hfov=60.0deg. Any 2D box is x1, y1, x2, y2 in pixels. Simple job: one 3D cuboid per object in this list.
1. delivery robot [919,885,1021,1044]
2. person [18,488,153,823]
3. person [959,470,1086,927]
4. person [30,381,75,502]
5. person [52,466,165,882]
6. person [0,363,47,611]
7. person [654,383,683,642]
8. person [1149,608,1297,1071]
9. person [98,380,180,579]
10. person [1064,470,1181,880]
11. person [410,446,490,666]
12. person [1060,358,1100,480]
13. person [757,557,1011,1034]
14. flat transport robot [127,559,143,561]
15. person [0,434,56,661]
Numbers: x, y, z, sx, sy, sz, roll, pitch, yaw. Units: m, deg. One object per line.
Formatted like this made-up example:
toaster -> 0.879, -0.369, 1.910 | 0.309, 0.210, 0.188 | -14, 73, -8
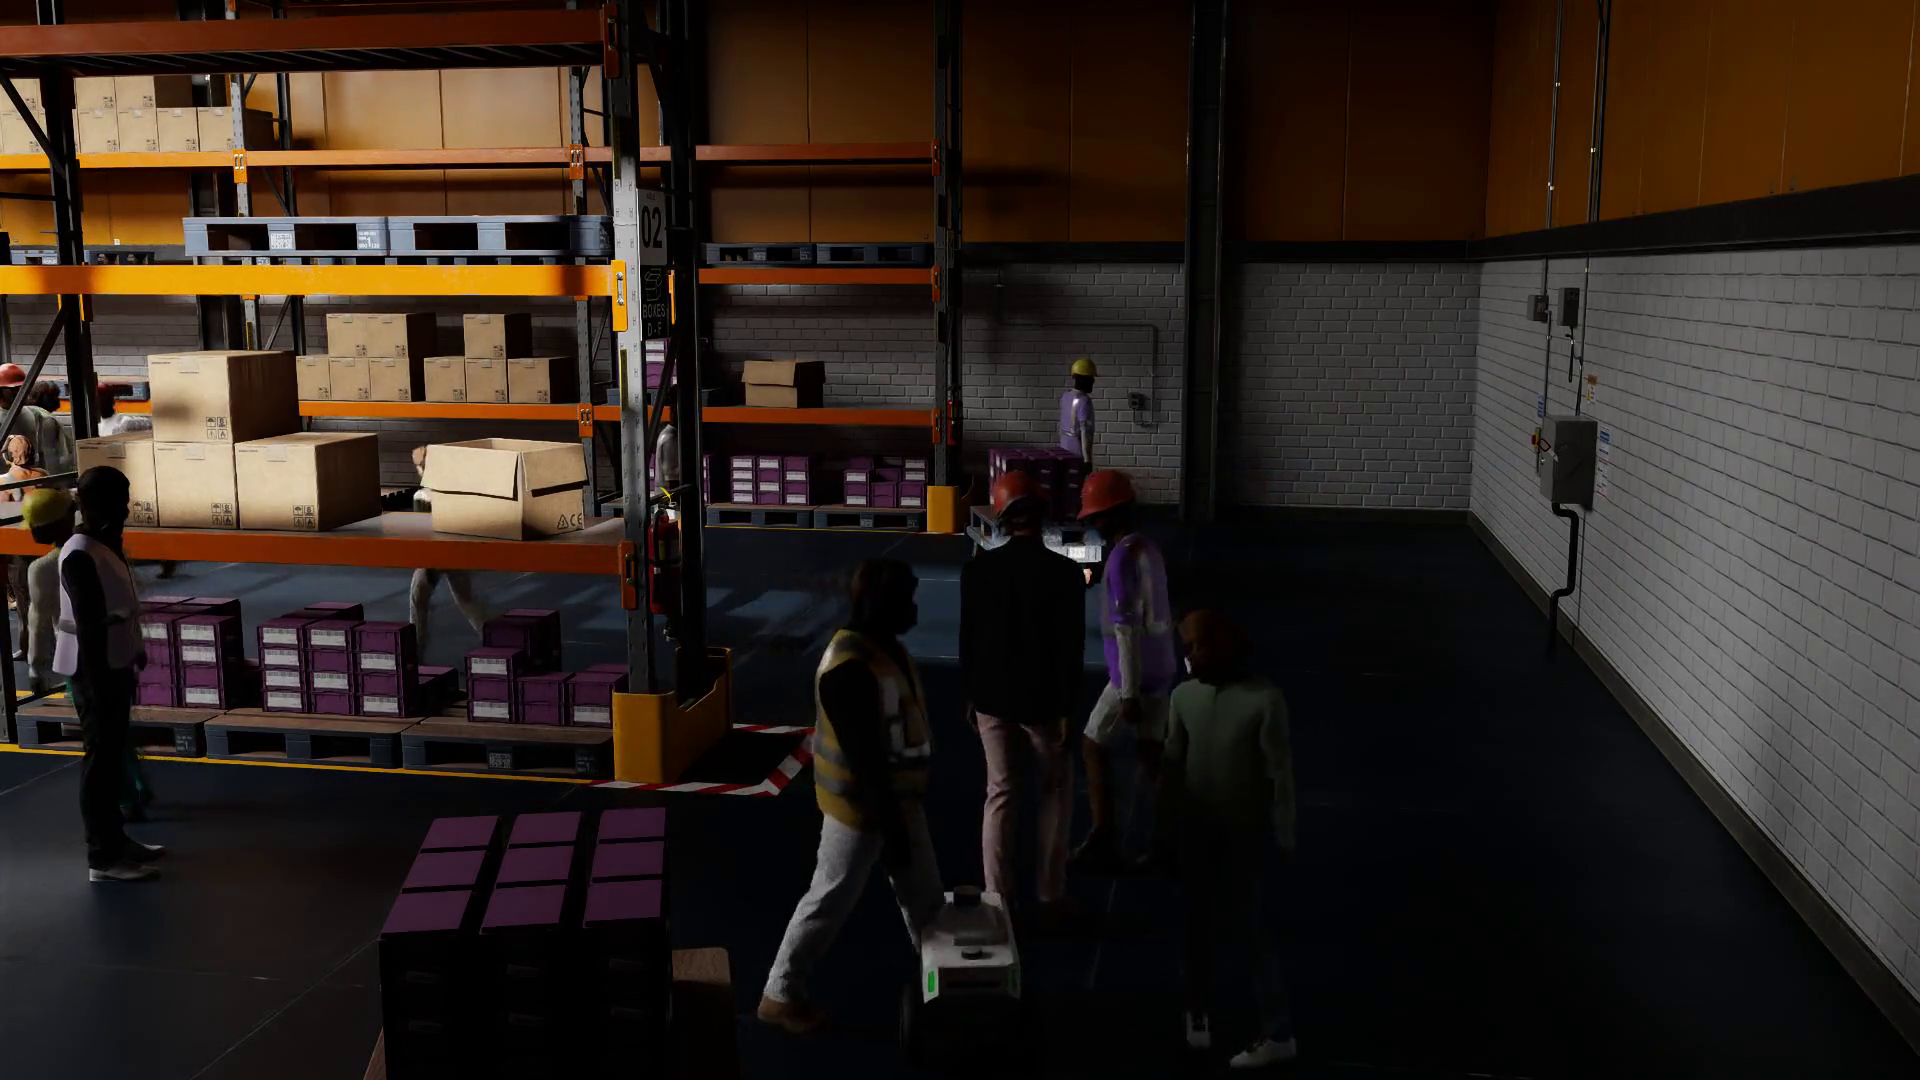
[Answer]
delivery robot -> 0.027, 1.503, 6.068 | 0.477, 0.478, 0.707 | 0, 9, -3
person -> -4.396, 0.590, 8.382 | 0.524, 1.725, 0.541 | 2, 9, 13
person -> 0.252, 0.688, 7.077 | 0.635, 1.948, 0.603 | 4, 10, 25
person -> -8.160, -0.509, 14.908 | 0.441, 1.830, 0.636 | -8, 12, -42
person -> -3.955, 0.613, 7.680 | 0.391, 1.914, 0.587 | -3, 10, -19
person -> -7.816, -0.441, 13.816 | 0.378, 2.044, 0.607 | 3, 10, 19
person -> -2.130, -0.210, 12.643 | 0.380, 1.959, 0.600 | -2, 9, -10
person -> 0.972, 1.054, 5.949 | 0.614, 1.588, 0.354 | 7, 12, 37
person -> -7.433, -0.506, 14.820 | 0.615, 1.853, 0.924 | 5, 10, 27
person -> 0.732, 0.622, 7.694 | 0.741, 1.884, 0.572 | 4, 10, 24
person -> -3.573, 0.132, 11.620 | 0.815, 1.603, 0.518 | 3, 10, 20
person -> 1.209, -0.880, 16.906 | 0.384, 1.924, 0.589 | -3, 10, -19
person -> -0.305, 0.949, 6.010 | 0.992, 1.788, 0.639 | 2, 9, 14
flat transport robot -> -7.776, 0.047, 16.269 | 1.431, 0.197, 0.652 | -7, 12, -38
person -> -6.738, 0.051, 12.009 | 0.307, 1.641, 0.511 | 2, 9, 10
